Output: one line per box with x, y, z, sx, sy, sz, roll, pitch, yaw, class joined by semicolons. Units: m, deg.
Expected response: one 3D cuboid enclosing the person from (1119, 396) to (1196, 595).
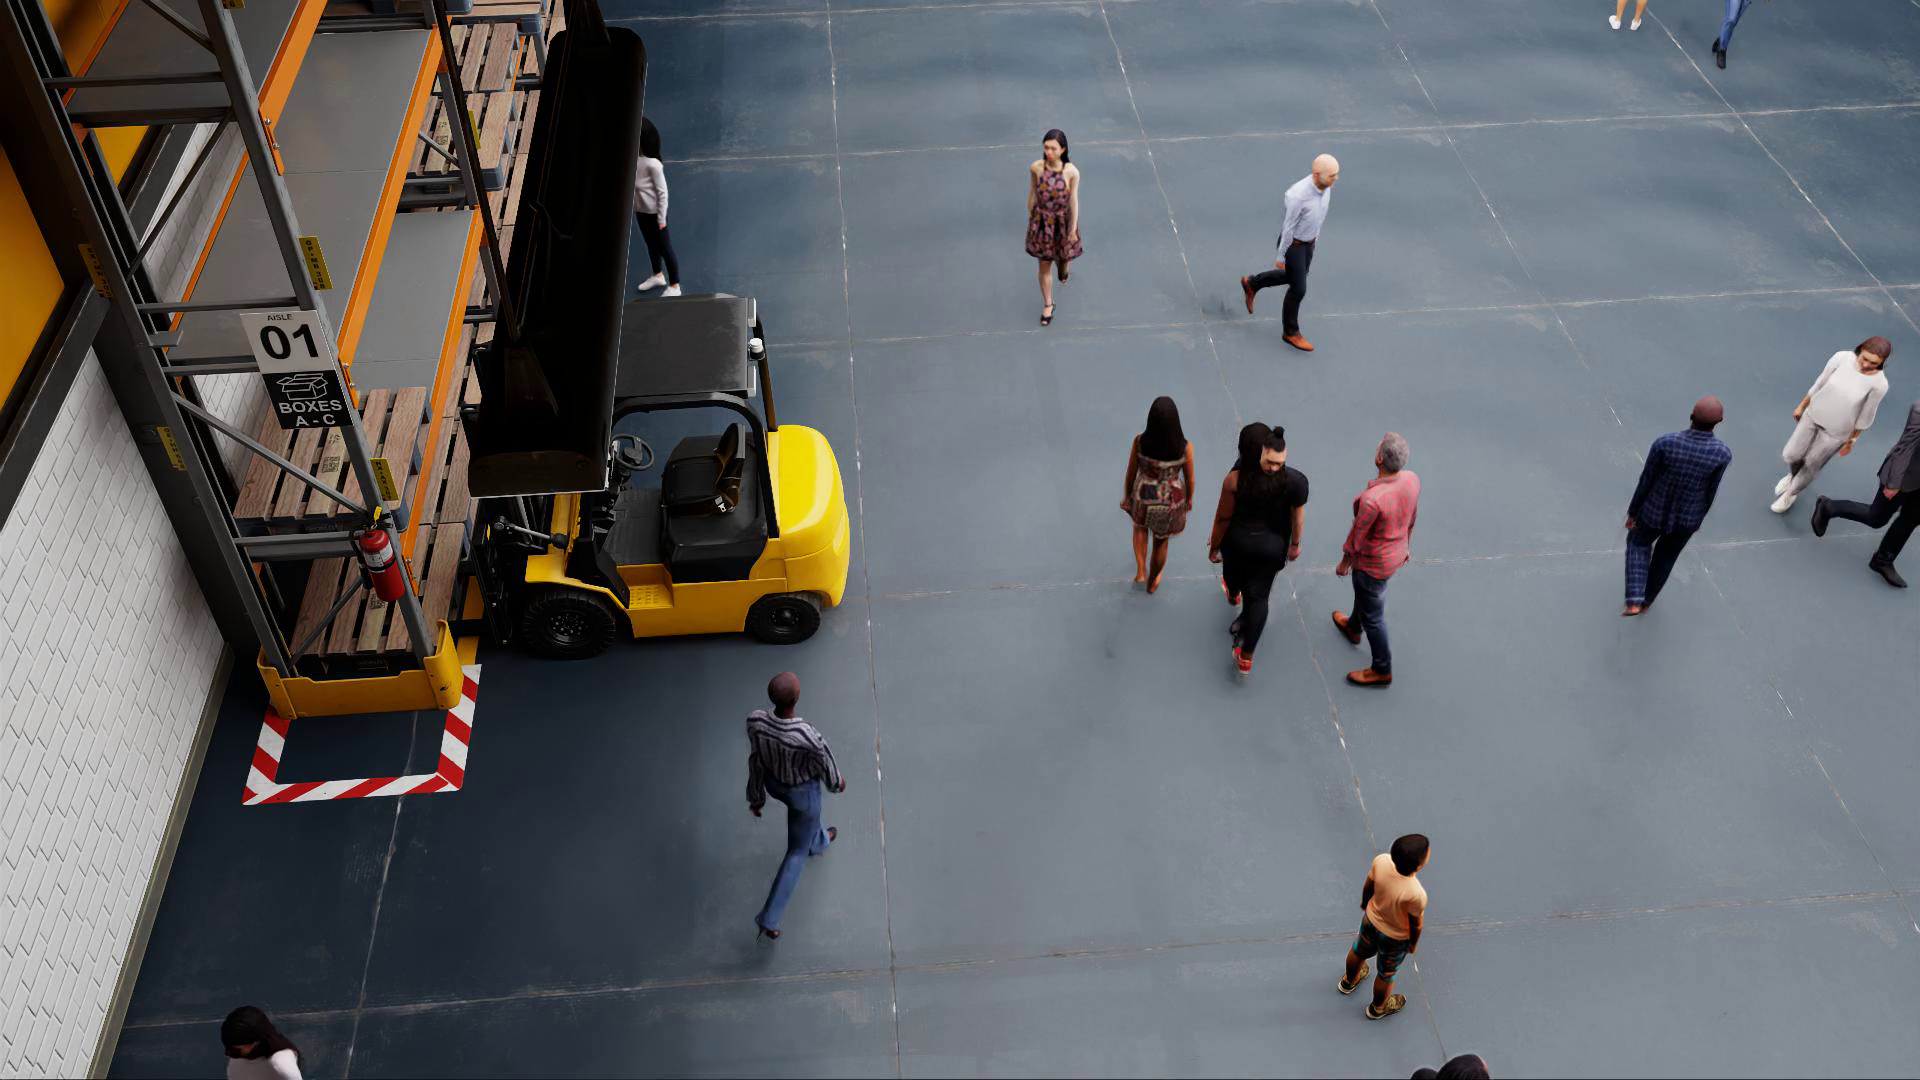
1.306;-0.230;11.182;0.750;1.632;0.767;9;44;10;person

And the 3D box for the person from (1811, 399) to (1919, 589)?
6.440;-0.515;11.351;0.954;1.812;1.138;-21;47;-20;person

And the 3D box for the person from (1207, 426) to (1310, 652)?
2.012;-0.083;10.867;0.861;1.855;0.910;28;50;26;person

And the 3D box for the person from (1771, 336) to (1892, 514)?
6.230;-0.864;11.827;0.873;1.661;0.791;-26;49;-24;person

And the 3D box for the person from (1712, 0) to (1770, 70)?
7.940;-5.676;16.914;0.633;1.612;0.759;-1;44;-1;person

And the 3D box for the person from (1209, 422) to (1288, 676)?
1.900;0.095;10.753;0.805;1.755;1.254;2;44;2;person

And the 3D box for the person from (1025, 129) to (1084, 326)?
0.776;-2.575;13.550;0.801;1.762;0.934;11;45;11;person

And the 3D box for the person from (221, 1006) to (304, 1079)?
-3.154;2.686;8.010;1.063;1.786;1.120;29;51;27;person

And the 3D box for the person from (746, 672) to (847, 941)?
-0.966;1.508;9.277;1.072;1.744;1.244;23;48;23;person

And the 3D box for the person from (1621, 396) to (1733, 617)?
4.689;-0.130;10.956;0.835;1.800;0.953;14;45;14;person

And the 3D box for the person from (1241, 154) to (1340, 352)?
2.620;-2.360;13.333;1.145;1.750;1.052;34;53;31;person

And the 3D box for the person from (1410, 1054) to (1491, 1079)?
2.257;2.897;7.838;0.678;1.719;0.725;27;50;26;person

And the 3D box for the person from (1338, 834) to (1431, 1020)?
2.297;2.048;8.916;0.666;1.461;0.570;-28;50;-26;person

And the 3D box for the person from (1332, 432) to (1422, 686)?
2.713;0.157;10.658;1.064;1.795;0.974;34;53;30;person

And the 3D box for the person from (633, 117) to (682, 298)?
-2.547;-2.753;13.781;0.755;1.701;0.664;-32;52;-29;person
